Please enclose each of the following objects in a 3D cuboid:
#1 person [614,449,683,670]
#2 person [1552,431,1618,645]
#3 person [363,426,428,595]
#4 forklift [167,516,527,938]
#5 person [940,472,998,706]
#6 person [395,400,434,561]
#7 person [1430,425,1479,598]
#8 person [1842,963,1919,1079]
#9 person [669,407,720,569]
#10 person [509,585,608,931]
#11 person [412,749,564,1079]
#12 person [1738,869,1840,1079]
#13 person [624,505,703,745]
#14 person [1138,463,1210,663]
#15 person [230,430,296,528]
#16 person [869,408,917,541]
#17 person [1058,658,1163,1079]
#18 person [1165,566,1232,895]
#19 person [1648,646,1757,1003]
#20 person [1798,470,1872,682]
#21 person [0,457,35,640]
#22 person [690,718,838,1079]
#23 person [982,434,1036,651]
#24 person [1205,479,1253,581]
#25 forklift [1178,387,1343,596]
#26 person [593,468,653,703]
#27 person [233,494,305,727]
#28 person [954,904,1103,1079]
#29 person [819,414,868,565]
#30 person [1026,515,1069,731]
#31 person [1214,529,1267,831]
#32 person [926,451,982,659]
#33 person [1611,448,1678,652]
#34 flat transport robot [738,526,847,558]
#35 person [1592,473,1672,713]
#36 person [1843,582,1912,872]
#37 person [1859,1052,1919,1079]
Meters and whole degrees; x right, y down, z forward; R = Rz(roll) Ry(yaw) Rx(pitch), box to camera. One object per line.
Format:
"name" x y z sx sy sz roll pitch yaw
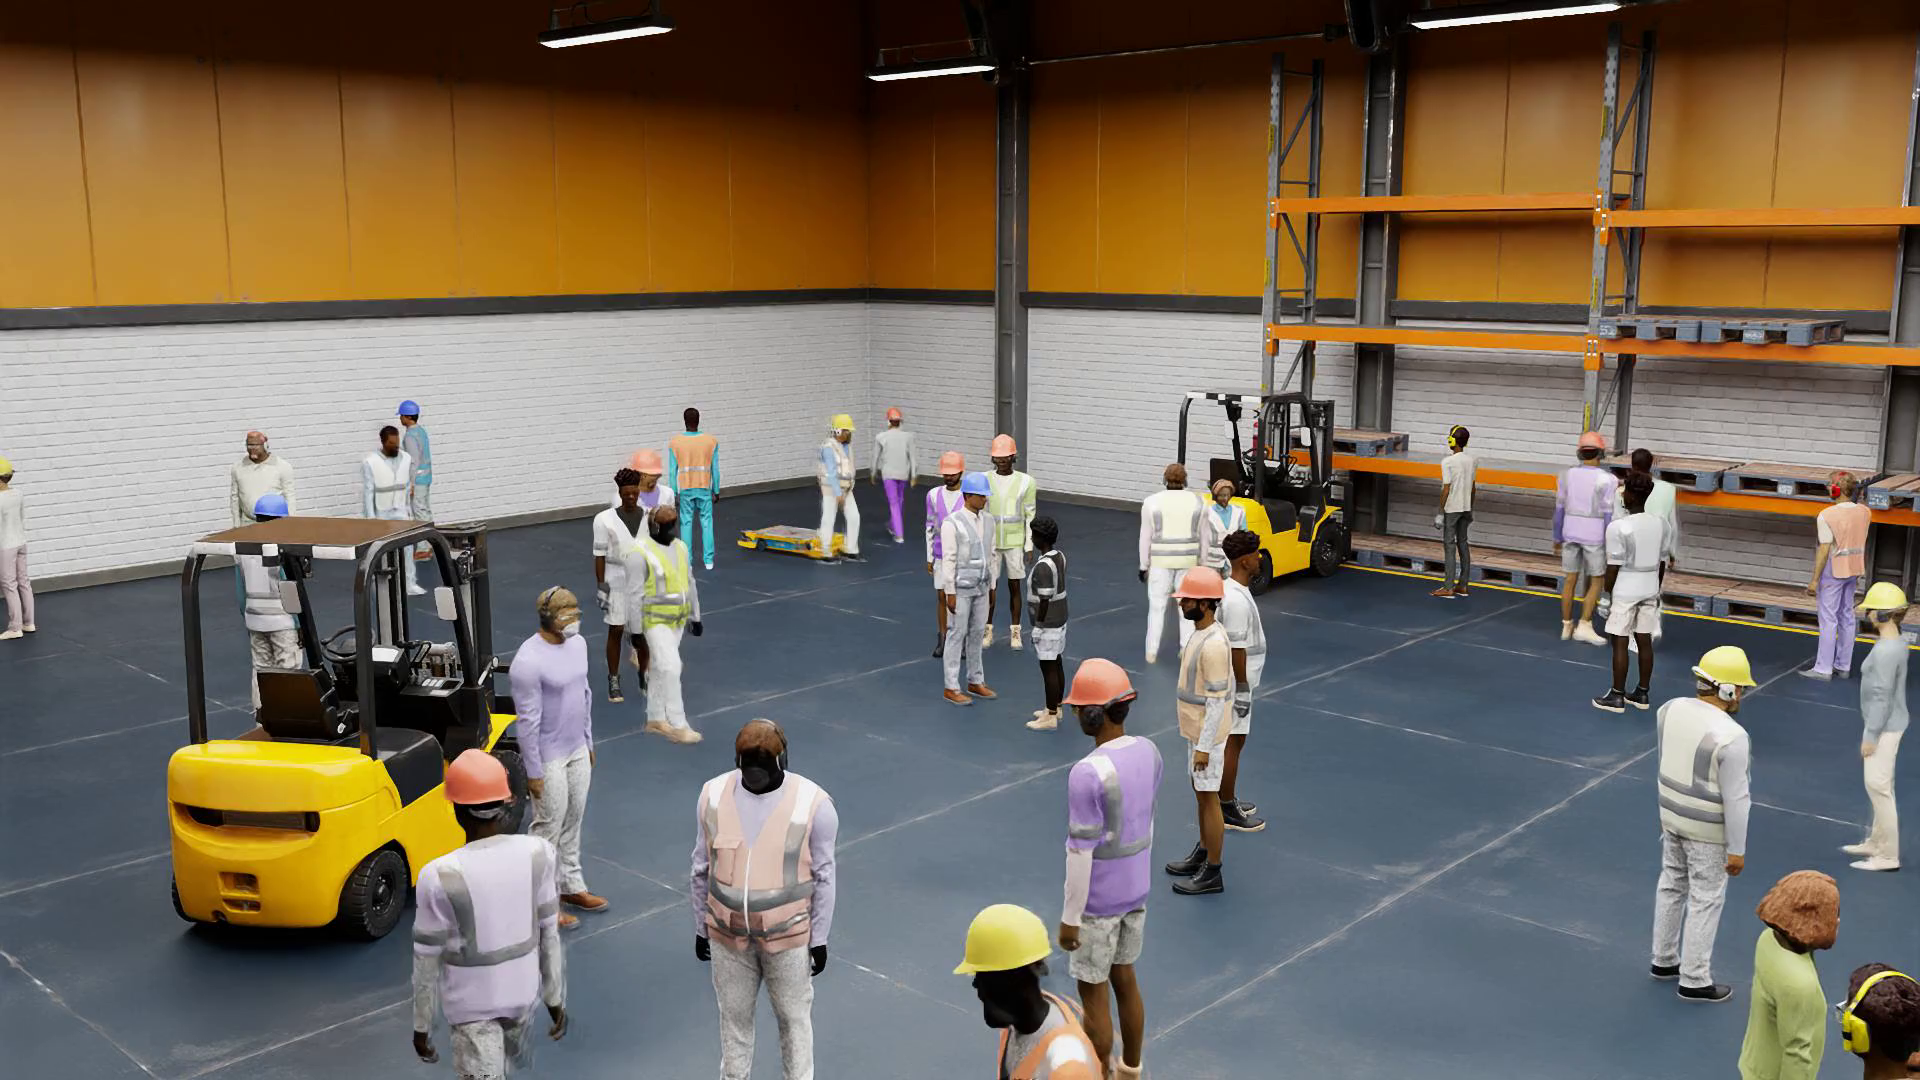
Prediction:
"person" -2.752 0.191 14.726 0.623 2.014 0.696 -7 12 -35
"person" 5.988 -0.021 15.922 0.534 2.023 0.652 -9 13 -41
"person" -6.131 -0.302 17.963 0.818 1.867 0.615 8 12 37
"forklift" -3.583 0.976 9.748 1.214 2.155 2.313 2 10 11
"person" 0.091 0.395 13.801 0.413 1.941 0.606 9 14 43
"person" -6.571 -0.715 20.077 0.402 1.949 0.605 -1 10 -4
"person" 5.345 -0.305 17.971 0.514 1.872 0.328 -6 12 -30
"person" 2.453 2.062 4.530 0.510 1.861 0.324 -2 10 -11
"person" -3.112 -0.594 19.507 0.587 1.911 0.397 -2 10 -14
"person" -2.241 1.197 9.257 0.379 1.931 0.635 3 11 19
"person" -1.767 1.732 6.310 0.557 1.899 0.971 -9 14 -43
"person" 2.899 1.942 5.873 0.266 1.628 0.501 3 10 15
"person" -2.164 0.642 12.709 0.763 1.818 0.652 5 11 27
"person" 1.936 0.220 15.113 0.647 1.836 0.430 0 10 -2
"person" -7.195 -0.182 17.164 0.644 1.907 0.400 0 10 -2
"person" -0.868 -0.861 21.599 0.570 1.702 0.887 -5 11 -25
"person" 0.617 1.512 7.186 0.410 2.030 0.611 7 12 36
"person" 1.402 1.107 9.728 0.361 1.940 0.543 0 10 2
"person" 3.719 1.415 8.326 0.403 1.818 0.606 -2 10 -14
"person" 7.646 0.316 14.488 0.566 1.850 0.389 -4 11 -24
"person" -9.212 0.078 16.075 0.304 1.772 0.525 0 10 0
"person" -0.830 1.641 6.971 0.627 1.844 0.429 2 10 10
"person" 0.407 0.025 15.594 0.607 2.044 0.372 1 10 7
"person" 2.445 0.237 15.558 0.536 1.635 0.311 -3 10 -17
"forklift" 3.298 -0.608 18.767 1.214 2.155 2.313 9 13 42
"person" -2.745 0.365 13.880 0.609 1.965 0.368 -5 11 -28
"person" -5.139 0.620 12.500 0.604 1.941 0.400 4 11 23
"person" 0.257 1.987 4.900 0.887 1.873 0.604 -1 10 -7
"person" -1.379 -0.586 19.741 0.698 1.802 0.605 5 11 27
"person" 0.681 0.647 13.047 0.321 1.693 0.530 3 10 16
"person" 1.809 0.899 10.838 0.364 1.966 0.610 0 10 2
"person" -0.060 0.139 15.277 0.545 1.929 0.388 3 10 18
"person" 6.385 0.098 15.546 0.647 1.908 0.423 -1 10 -4
"flat transport robot" -2.029 0.008 20.733 1.431 0.197 0.652 7 12 36
"person" 5.463 0.426 13.533 0.607 1.966 0.367 -4 11 -21
"person" 5.593 1.132 10.115 0.360 1.770 0.534 7 12 35
"person" 2.756 2.099 4.953 0.501 1.632 0.280 -3 10 -14
